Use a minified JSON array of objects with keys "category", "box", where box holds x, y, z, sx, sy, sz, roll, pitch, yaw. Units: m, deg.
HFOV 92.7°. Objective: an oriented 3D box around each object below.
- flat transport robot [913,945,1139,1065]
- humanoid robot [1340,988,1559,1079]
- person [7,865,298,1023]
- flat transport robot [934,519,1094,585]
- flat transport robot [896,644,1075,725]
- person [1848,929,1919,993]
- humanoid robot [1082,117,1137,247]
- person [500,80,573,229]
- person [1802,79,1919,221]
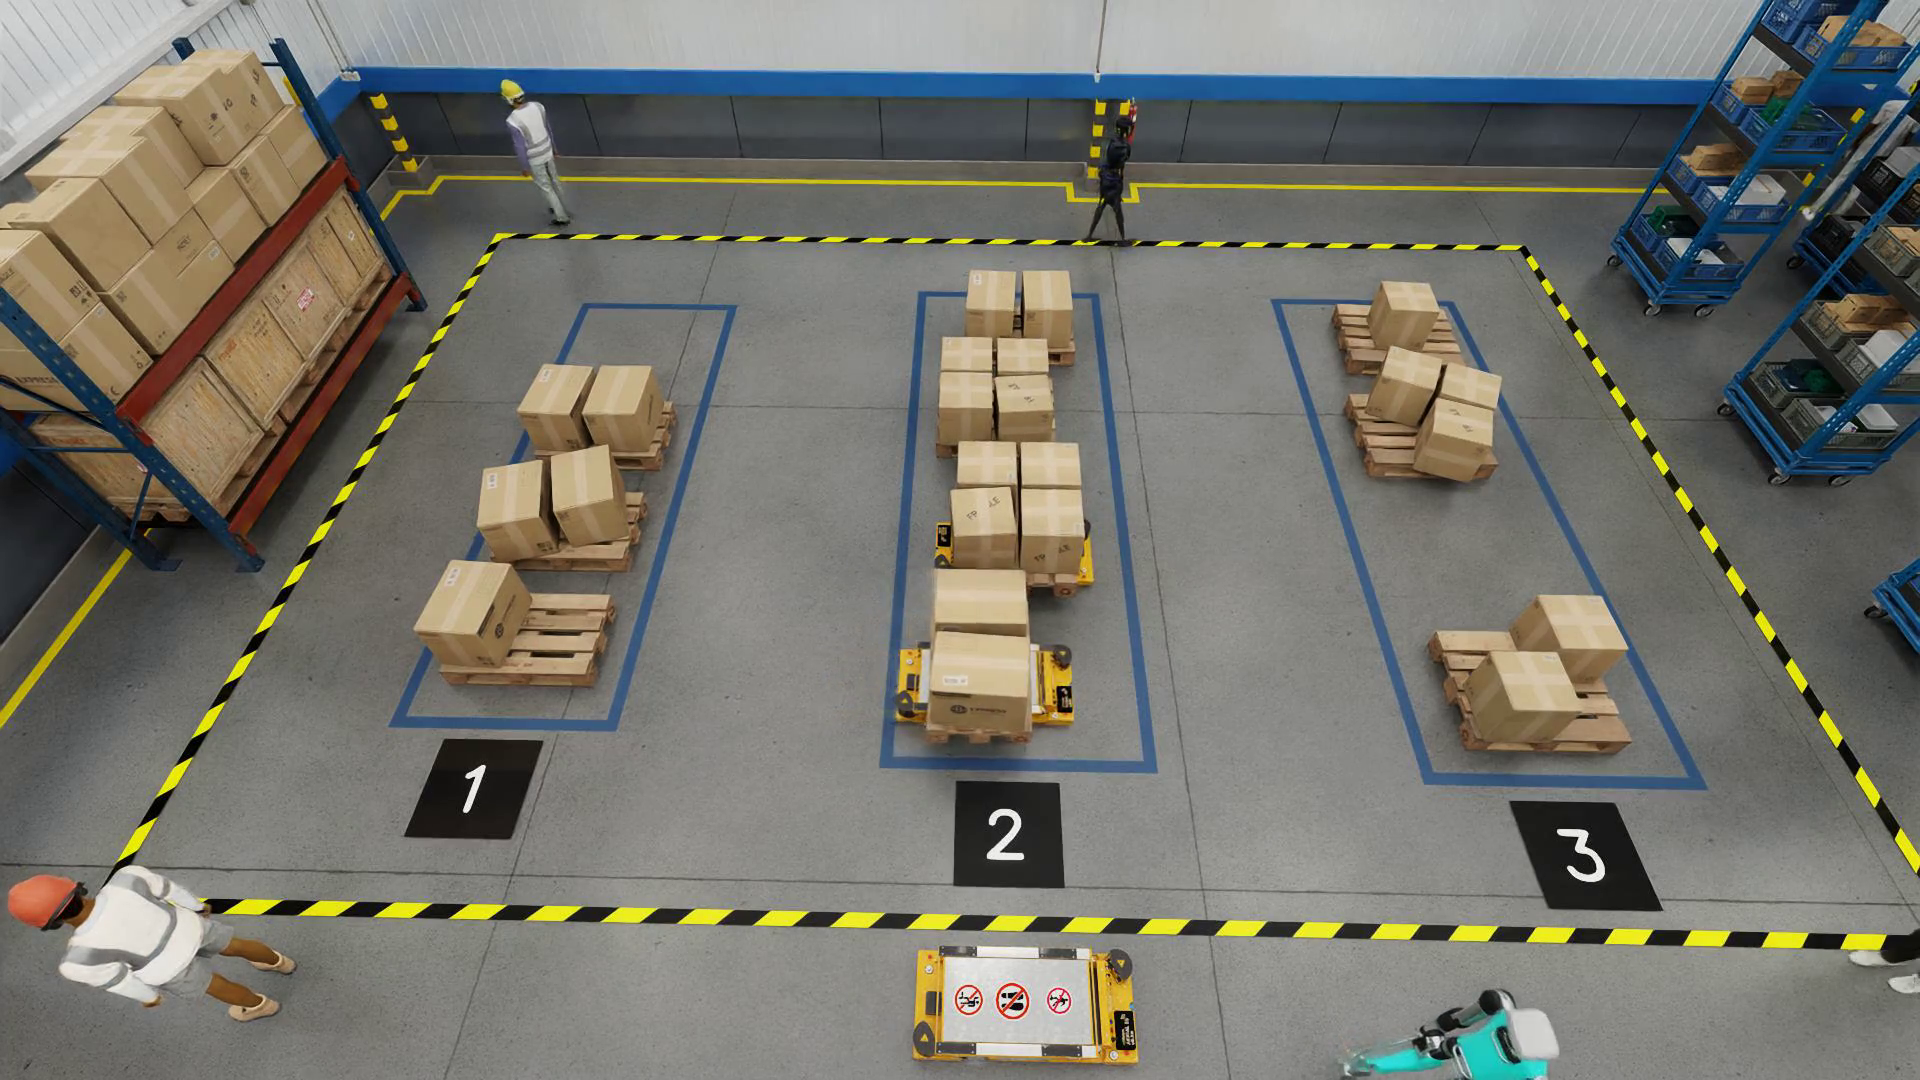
[{"category":"flat transport robot","box":[0.422,3.041,6.007,1.431,0.231,0.659,1,51,1]},{"category":"humanoid robot","box":[2.542,3.002,5.123,0.801,1.823,0.554,-4,51,-4]},{"category":"person","box":[-4.676,2.403,5.390,0.388,2.033,0.604,1,51,1]},{"category":"flat transport robot","box":[0.490,0.087,8.397,1.431,0.197,0.652,1,51,1]},{"category":"flat transport robot","box":[0.208,1.168,7.516,1.431,0.197,0.652,1,51,1]},{"category":"person","box":[6.283,2.403,5.514,0.621,1.834,0.597,-3,51,-3]},{"category":"humanoid robot","box":[1.902,-4.333,11.124,0.678,1.633,0.608,-6,51,-5]},{"category":"person","box":[-5.273,-4.769,11.397,0.643,1.813,0.610,18,53,14]},{"category":"person","box":[11.346,-4.812,11.383,0.509,1.860,0.319,26,55,20]}]
